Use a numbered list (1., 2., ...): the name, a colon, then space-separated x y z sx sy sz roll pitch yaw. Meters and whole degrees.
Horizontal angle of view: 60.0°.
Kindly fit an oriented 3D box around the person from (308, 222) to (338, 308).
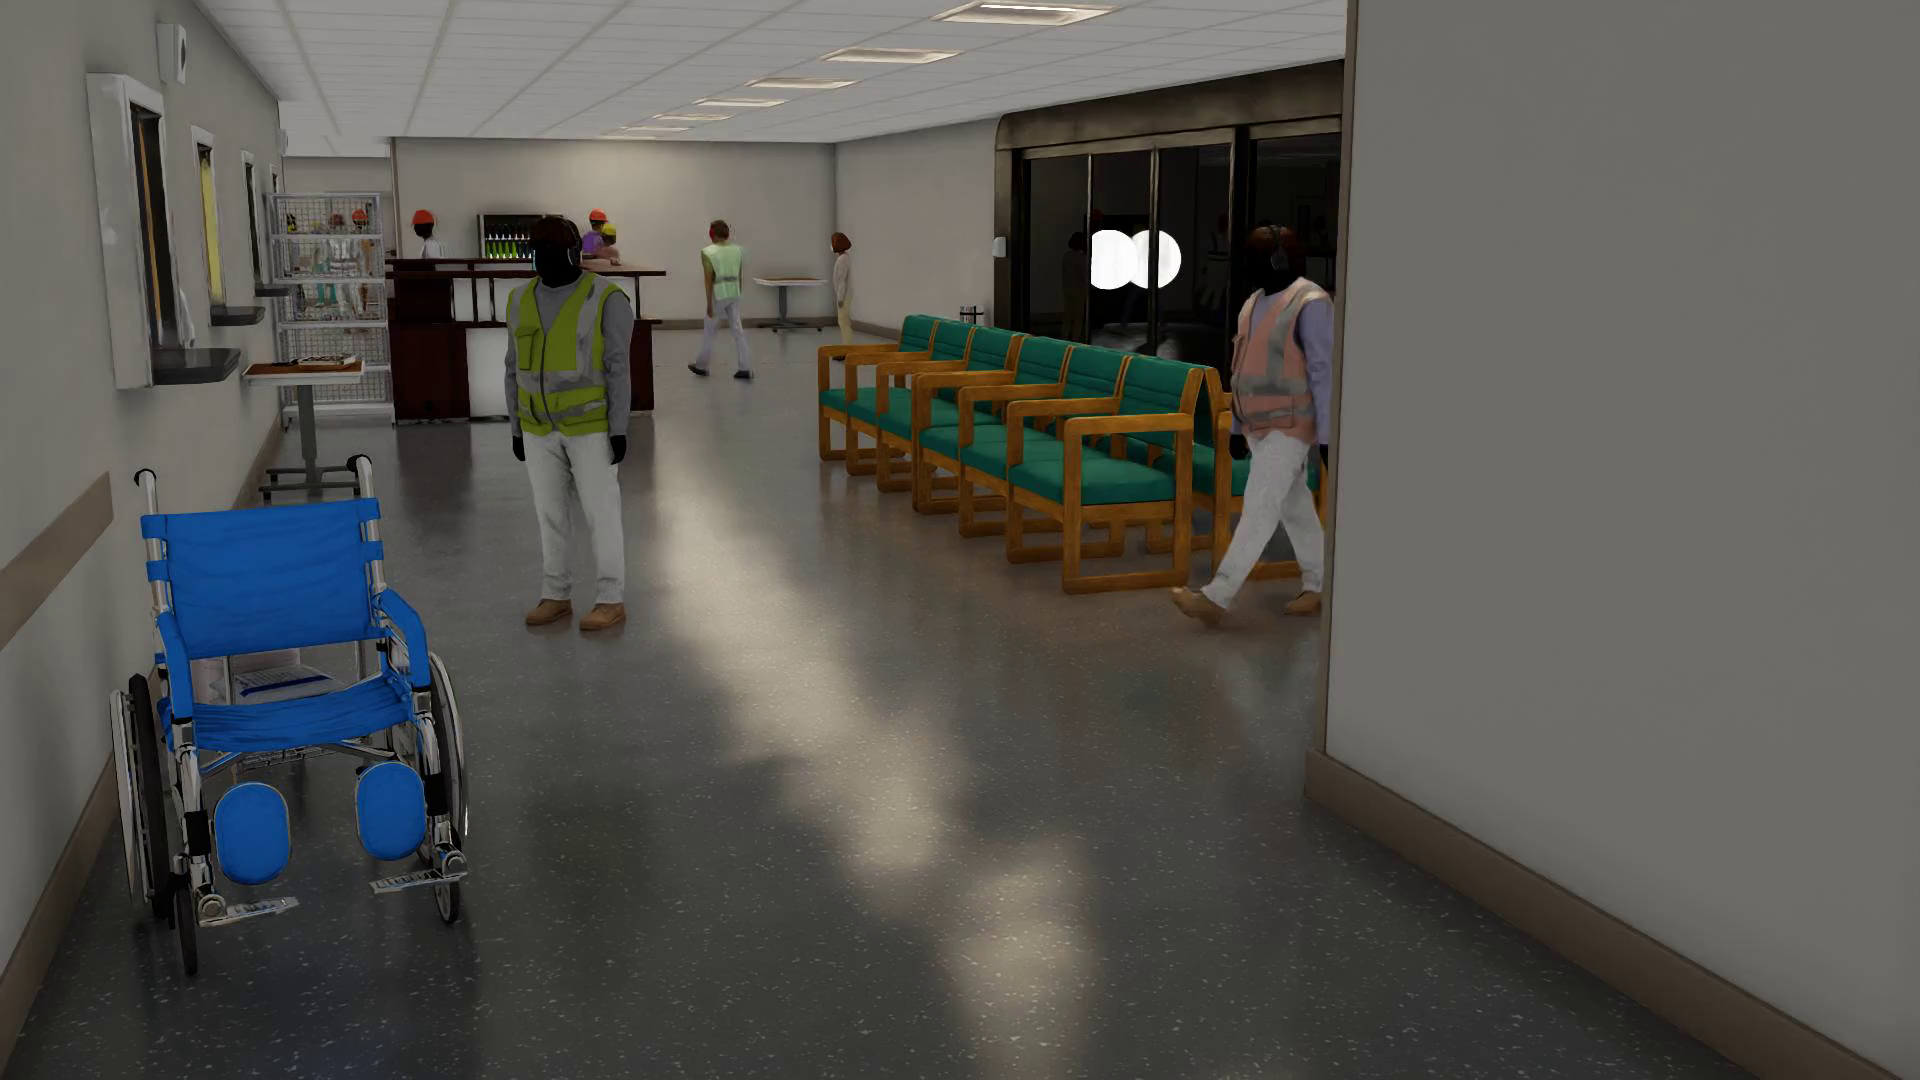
1. person: -12.768 -5.514 33.394 0.627 1.719 0.339 -7 13 -32

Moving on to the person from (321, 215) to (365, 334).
1. person: -9.596 -4.133 25.909 0.619 1.861 0.564 -2 11 -12

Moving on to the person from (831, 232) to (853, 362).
1. person: -1.501 -3.094 21.204 0.285 1.627 0.504 0 11 0

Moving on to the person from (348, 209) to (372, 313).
1. person: -10.066 -4.577 27.994 0.371 1.939 0.543 2 11 12

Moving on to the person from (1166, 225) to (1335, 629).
1. person: 1.355 -0.500 7.473 0.964 1.783 0.634 -4 12 -19

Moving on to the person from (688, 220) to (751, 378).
1. person: -2.725 -2.744 18.991 0.567 1.783 1.005 -10 15 -42

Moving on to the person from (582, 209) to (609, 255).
1. person: -5.346 -3.927 24.664 0.552 1.934 0.363 10 15 42

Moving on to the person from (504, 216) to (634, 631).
1. person: -1.749 -0.509 7.407 0.619 1.836 0.430 3 11 16
